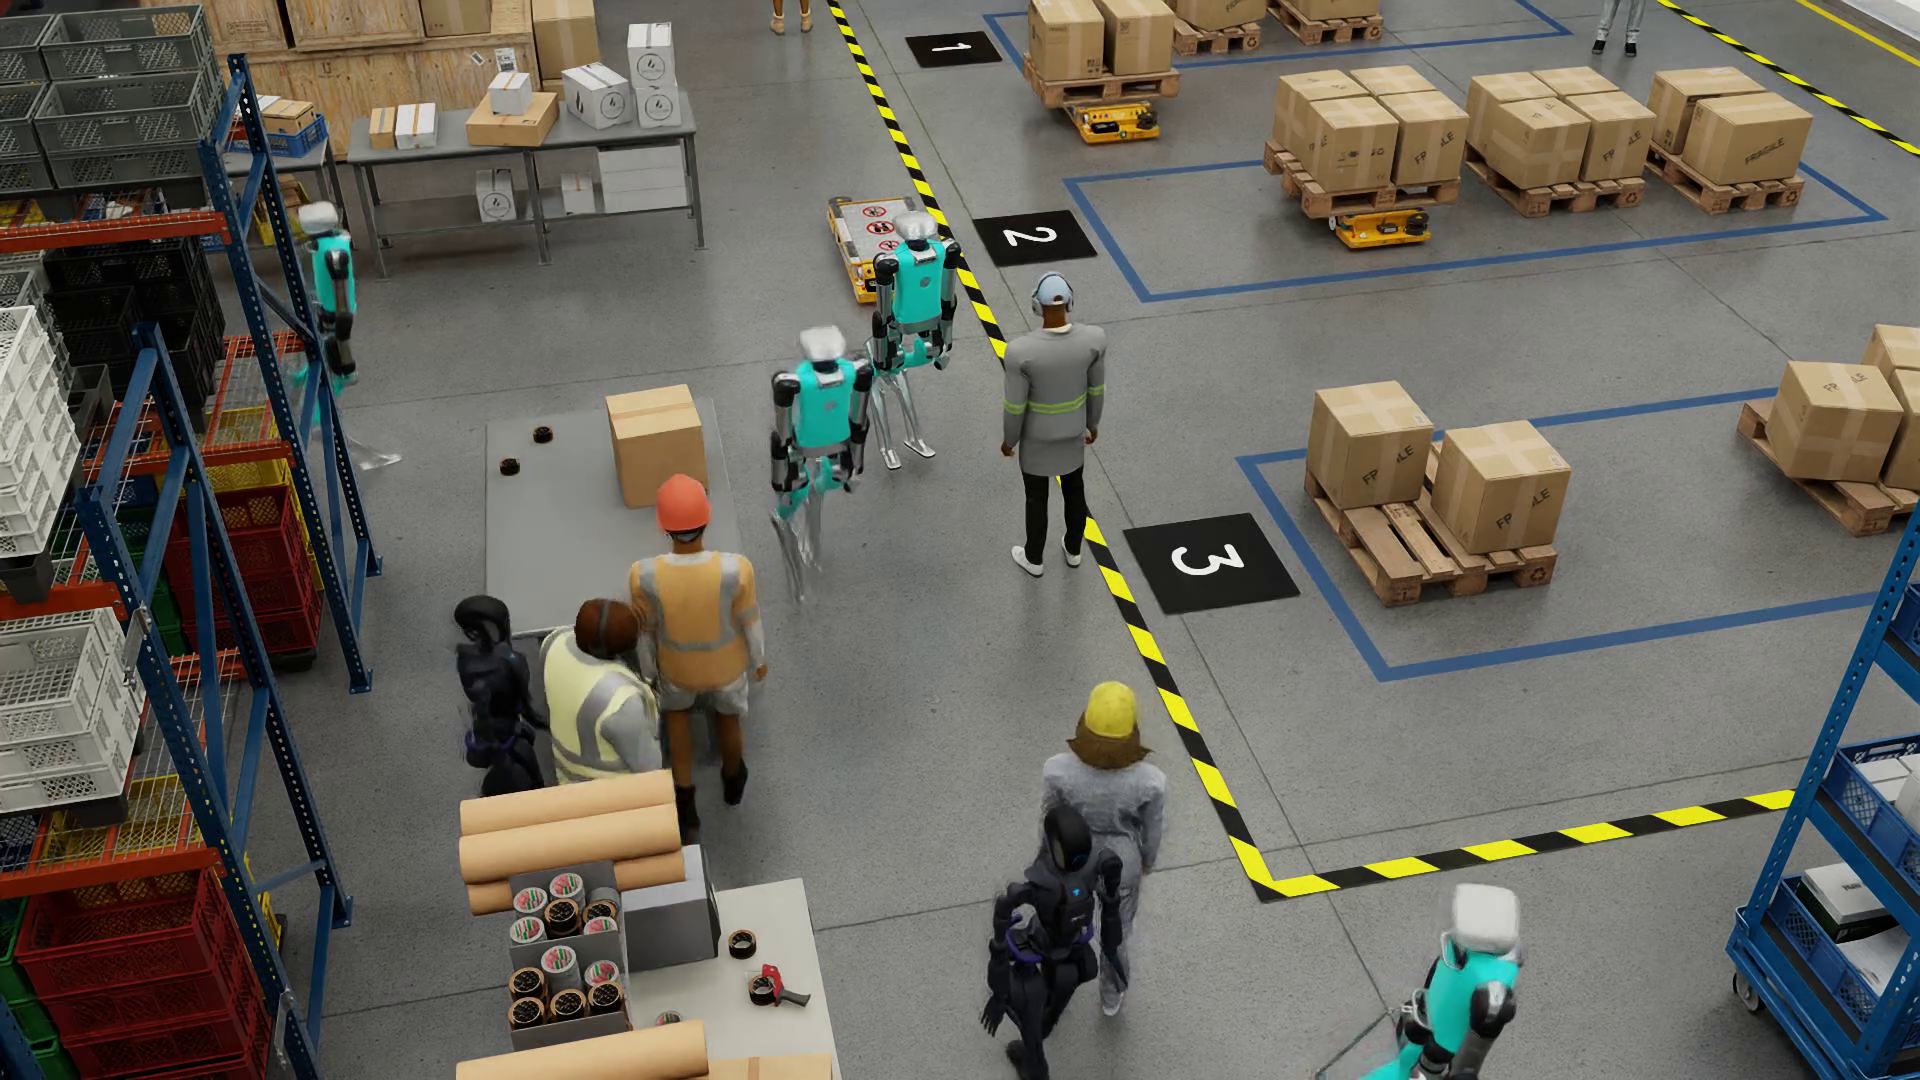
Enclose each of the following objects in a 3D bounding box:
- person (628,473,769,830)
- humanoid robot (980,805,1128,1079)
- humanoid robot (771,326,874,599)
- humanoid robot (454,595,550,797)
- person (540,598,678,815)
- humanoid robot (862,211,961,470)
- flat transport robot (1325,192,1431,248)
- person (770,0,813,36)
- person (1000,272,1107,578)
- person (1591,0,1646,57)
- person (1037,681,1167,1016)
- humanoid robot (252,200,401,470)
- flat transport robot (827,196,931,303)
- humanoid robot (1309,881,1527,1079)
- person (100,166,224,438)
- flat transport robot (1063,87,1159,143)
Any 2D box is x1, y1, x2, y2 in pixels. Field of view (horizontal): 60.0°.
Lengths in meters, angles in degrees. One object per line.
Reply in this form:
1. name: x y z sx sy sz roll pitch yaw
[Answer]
1. person: -1.149 0.524 7.459 0.562 1.924 0.572 -1 37 -2
2. humanoid robot: 0.365 1.618 6.214 0.598 1.644 0.618 -17 40 -22
3. humanoid robot: -0.814 -0.437 8.940 0.546 1.807 0.777 -15 39 -20
4. humanoid robot: -1.969 0.896 7.186 0.469 1.646 0.603 -2 37 -2
5. person: -1.469 0.961 6.963 0.436 1.822 0.679 -26 44 -31
6. humanoid robot: -0.363 -1.244 9.883 0.533 1.677 0.735 -18 40 -23
7. flat transport robot: 3.134 -2.740 13.213 0.652 0.197 1.431 -8 37 -10
8. person: -1.702 -5.911 16.020 0.612 2.033 0.394 -8 37 -10
9. person: 0.493 -0.623 9.067 0.587 1.848 0.397 -11 38 -15
10. person: 6.353 -5.460 15.583 0.602 1.827 0.404 10 38 13
11. person: 0.559 1.252 6.645 0.491 1.735 0.320 6 37 8
12. humanoid robot: -3.943 -1.075 9.783 0.985 1.760 0.546 -17 40 -21
13. flat transport robot: -0.570 -2.220 12.538 0.659 0.231 1.431 -8 37 -10
14. humanoid robot: 1.457 1.854 5.832 0.768 1.783 0.540 4 37 5
15. person: -4.937 -1.473 10.226 0.502 1.836 0.332 25 43 30
16. flat transport robot: 1.246 -3.932 14.815 0.652 0.197 1.431 -8 37 -10
